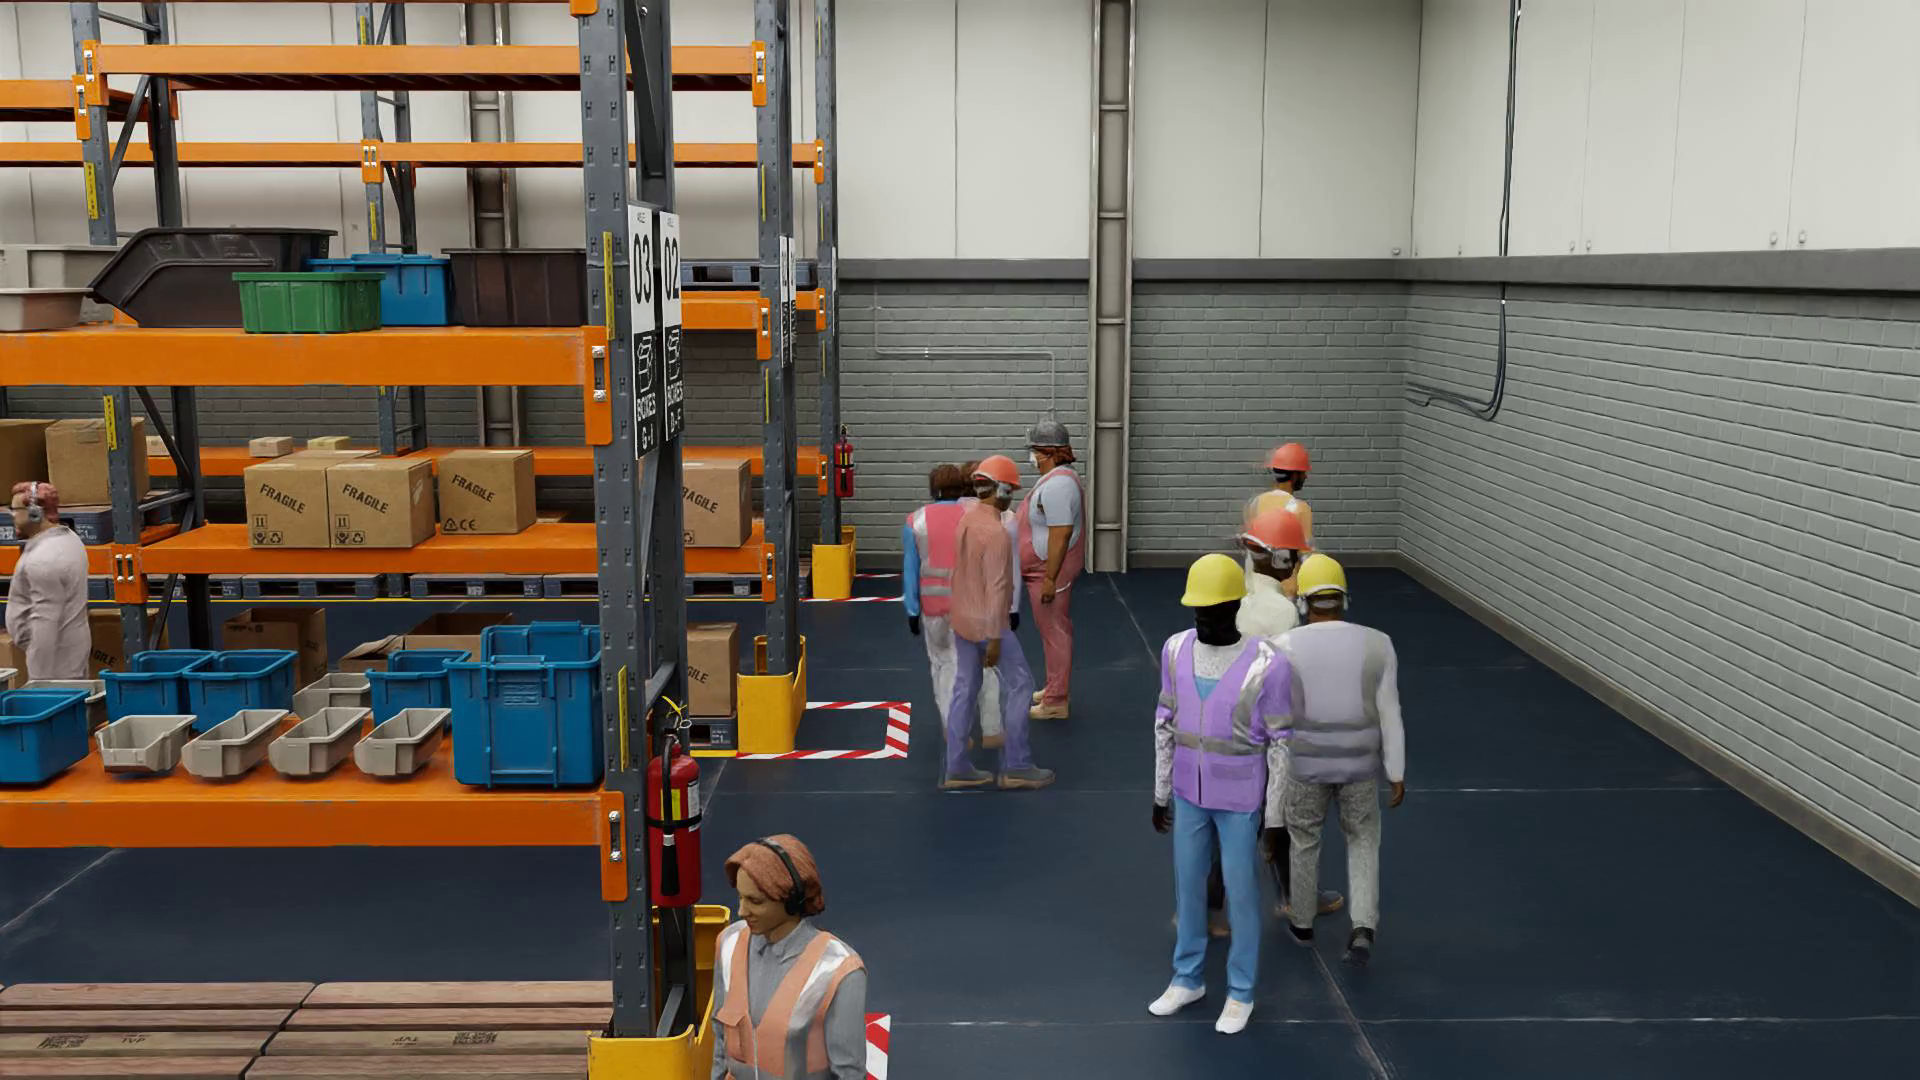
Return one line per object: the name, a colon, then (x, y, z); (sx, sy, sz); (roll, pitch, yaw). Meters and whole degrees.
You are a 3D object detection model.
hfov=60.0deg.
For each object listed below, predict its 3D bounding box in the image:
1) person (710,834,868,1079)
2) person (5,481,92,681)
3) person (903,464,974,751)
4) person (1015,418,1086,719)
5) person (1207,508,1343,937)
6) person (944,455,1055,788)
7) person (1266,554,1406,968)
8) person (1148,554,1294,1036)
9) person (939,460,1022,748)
person: (-0.433, 1.537, 4.262); (0.525, 1.631, 0.320); (7, 12, 37)
person: (-4.923, 0.625, 9.005); (0.400, 1.906, 0.642); (-3, 10, -16)
person: (-0.017, 0.404, 10.697); (0.643, 1.788, 0.966); (1, 9, 7)
person: (0.576, 0.184, 11.294); (0.538, 2.000, 0.689); (1, 9, 8)
person: (1.388, 0.829, 7.580); (0.870, 1.962, 0.618); (-2, 9, -11)
person: (0.234, 0.485, 9.711); (0.744, 1.953, 0.614); (-5, 10, -26)
person: (1.590, 0.967, 7.222); (0.635, 1.805, 0.767); (1, 9, 5)
person: (1.026, 1.009, 6.622); (0.619, 1.924, 0.386); (7, 12, 39)
person: (0.091, 0.406, 10.617); (0.653, 1.830, 0.468); (3, 10, 18)
